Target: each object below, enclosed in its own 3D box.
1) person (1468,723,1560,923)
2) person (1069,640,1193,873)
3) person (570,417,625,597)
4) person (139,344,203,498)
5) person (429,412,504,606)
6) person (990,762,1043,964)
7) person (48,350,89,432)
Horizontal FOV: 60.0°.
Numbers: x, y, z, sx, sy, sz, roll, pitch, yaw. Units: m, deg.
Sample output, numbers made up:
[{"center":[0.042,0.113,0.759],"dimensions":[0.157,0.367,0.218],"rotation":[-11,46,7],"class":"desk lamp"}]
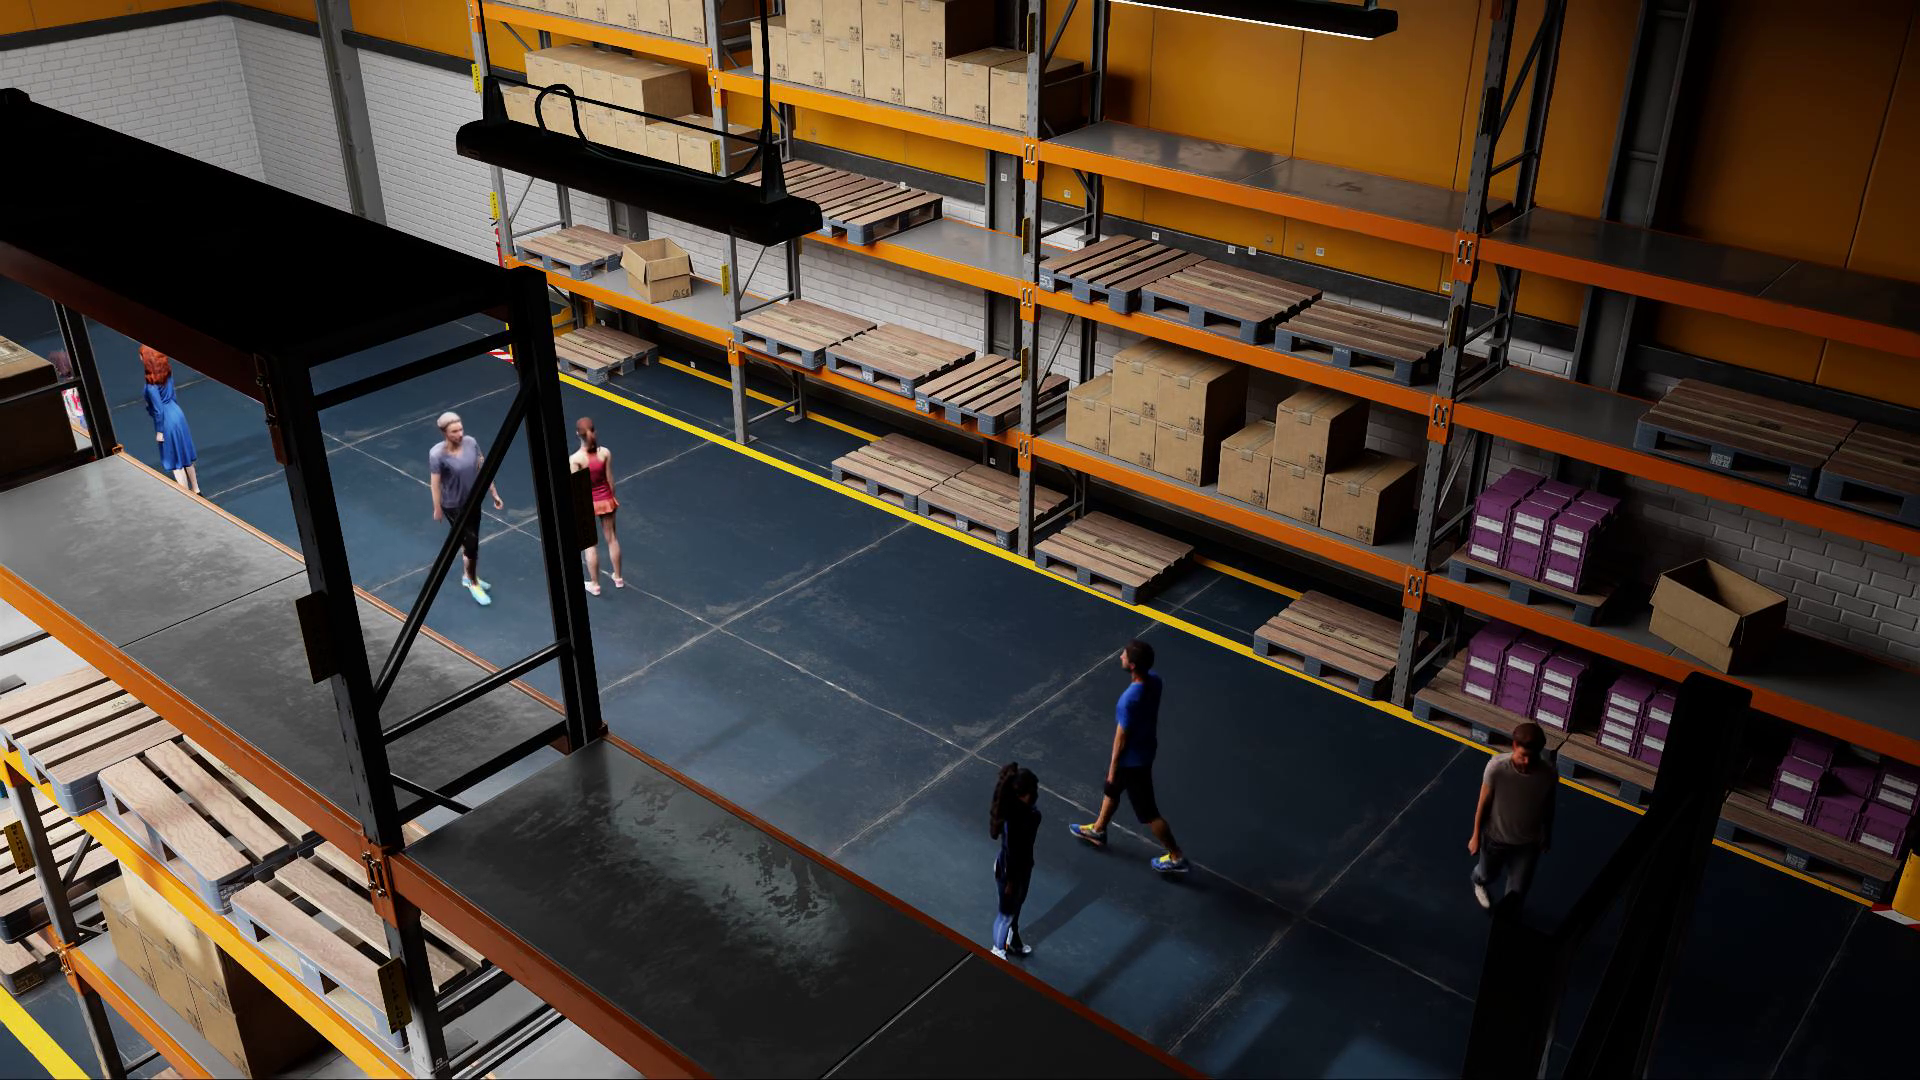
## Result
[{"center":[3.646,1.923,11.083],"dimensions":[1.228,1.847,1.137],"rotation":[4,29,7],"class":"person"},{"center":[1.320,1.577,11.741],"dimensions":[1.269,1.826,0.801],"rotation":[14,32,25],"class":"person"},{"center":[-3.355,-0.324,15.302],"dimensions":[0.630,1.753,0.645],"rotation":[-17,33,-28],"class":"person"},{"center":[-7.922,-1.117,16.677],"dimensions":[0.759,1.828,0.713],"rotation":[0,29,0],"class":"person"},{"center":[-4.614,-0.335,15.205],"dimensions":[0.804,1.864,0.733],"rotation":[14,32,24],"class":"person"},{"center":[0.354,2.148,10.909],"dimensions":[0.653,1.619,0.672],"rotation":[11,30,19],"class":"person"},{"center":[-8.948,-1.194,17.067],"dimensions":[0.873,1.589,1.000],"rotation":[-16,32,-26],"class":"person"}]
